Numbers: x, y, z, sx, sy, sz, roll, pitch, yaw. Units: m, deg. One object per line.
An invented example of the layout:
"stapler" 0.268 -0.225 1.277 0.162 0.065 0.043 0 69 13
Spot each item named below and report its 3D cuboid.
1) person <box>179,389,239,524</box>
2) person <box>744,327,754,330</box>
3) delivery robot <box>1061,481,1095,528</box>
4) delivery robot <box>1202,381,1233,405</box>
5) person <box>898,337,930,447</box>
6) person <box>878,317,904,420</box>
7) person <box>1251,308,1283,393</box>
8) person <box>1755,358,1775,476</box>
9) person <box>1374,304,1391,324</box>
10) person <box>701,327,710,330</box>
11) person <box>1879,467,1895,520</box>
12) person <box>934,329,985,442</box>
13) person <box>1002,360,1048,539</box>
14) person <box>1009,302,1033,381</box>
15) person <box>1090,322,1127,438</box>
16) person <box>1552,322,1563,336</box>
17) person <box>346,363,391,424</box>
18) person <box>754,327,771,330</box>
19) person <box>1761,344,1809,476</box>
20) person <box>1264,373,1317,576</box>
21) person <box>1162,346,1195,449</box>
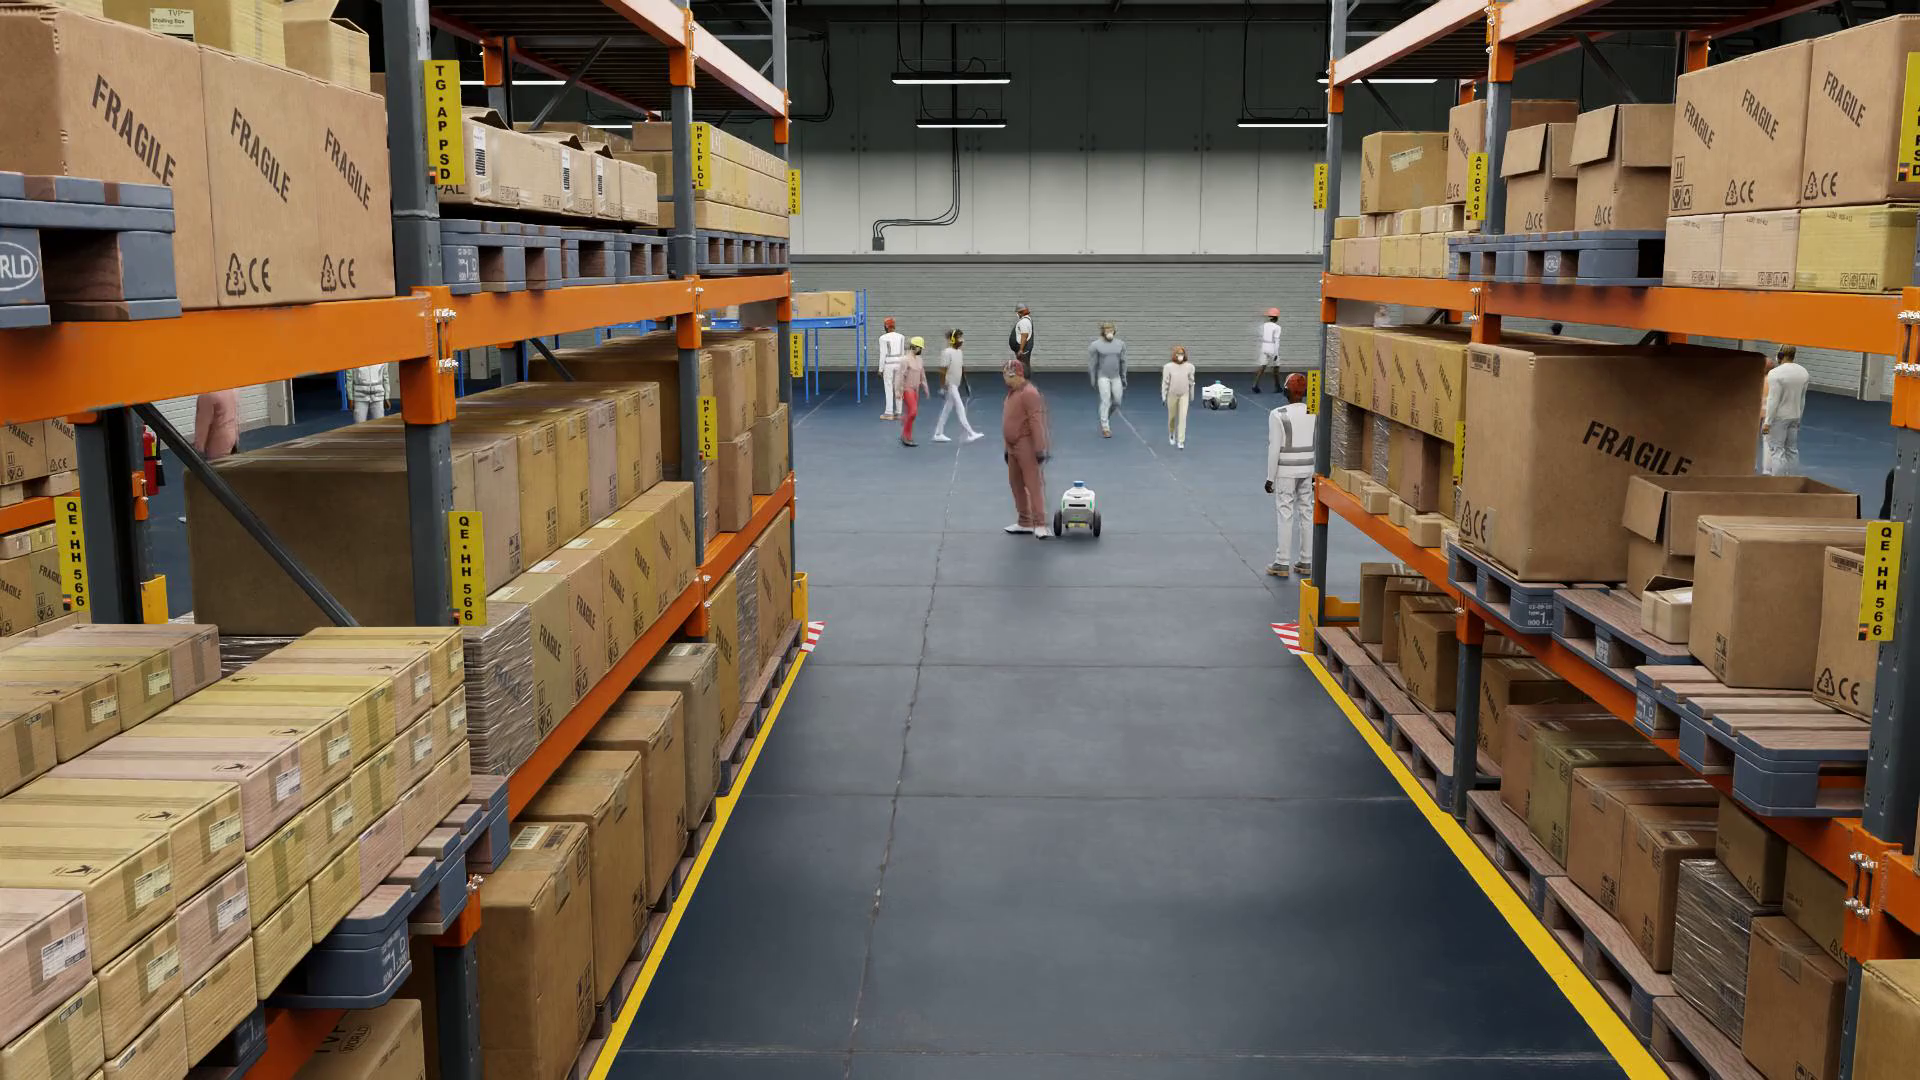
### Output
"person" -8.178 -1.047 18.113 0.822 1.867 0.671 -1 10 -4
"person" -3.810 -3.066 30.287 0.570 1.844 0.379 0 9 0
"delivery robot" 1.281 -0.393 17.990 0.477 0.478 0.707 1 10 6
"delivery robot" 5.145 -2.934 33.209 0.477 0.478 0.707 -4 10 -23
"person" -0.738 -2.349 26.342 0.414 1.737 0.530 5 11 27
"person" -1.281 -3.185 30.883 0.573 1.887 0.355 -9 13 -42
"person" 6.885 -4.219 37.081 0.973 1.903 0.564 -9 13 -43
"person" 11.048 -1.694 22.862 0.558 1.582 0.908 6 11 31
"person" 10.790 -5.149 42.805 0.688 1.857 1.021 -3 10 -16
"person" -4.173 -2.585 27.159 0.589 1.930 0.360 5 11 29
"person" 6.205 0.154 10.623 0.613 1.975 0.801 2 10 14
"person" -0.026 -2.486 26.889 0.962 1.816 0.551 4 10 24
"person" 0.679 -0.965 17.669 0.410 1.870 0.801 -4 10 -22
"person" 1.359 -4.262 37.004 0.536 2.000 0.672 2 10 11
"person" 2.472 -2.698 27.863 0.649 1.922 0.594 -3 10 -17
"person" 12.297 -3.673 34.452 0.532 1.667 0.771 4 10 25
"person" -8.455 -2.031 23.780 0.604 1.949 0.389 -6 11 -32
"person" -2.977 -2.327 25.307 0.605 2.033 0.392 -7 11 -34
"person" 10.105 -1.464 20.416 0.635 1.937 0.354 -5 11 -26
"person" 3.103 -0.611 15.479 0.574 1.883 0.356 -4 10 -22
"person" 3.438 -2.271 26.232 0.513 1.610 0.749 1 9 4
